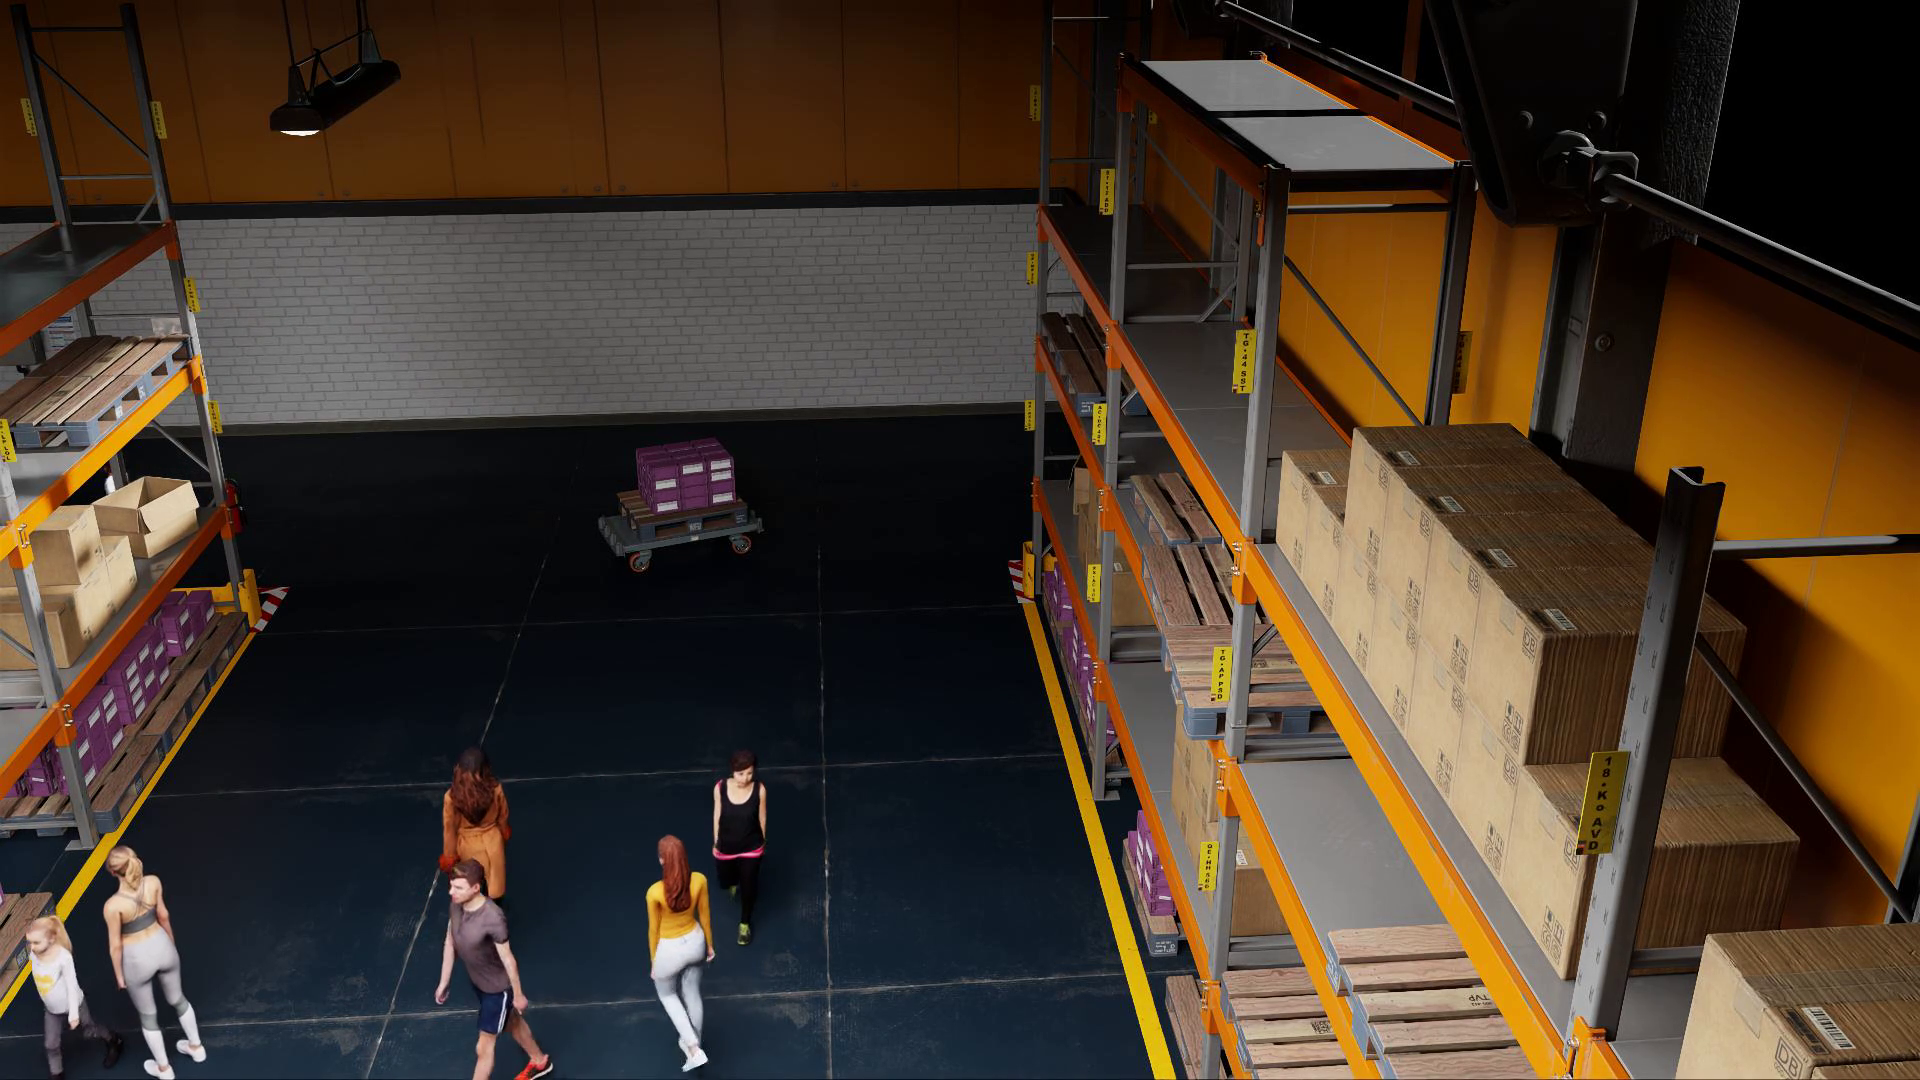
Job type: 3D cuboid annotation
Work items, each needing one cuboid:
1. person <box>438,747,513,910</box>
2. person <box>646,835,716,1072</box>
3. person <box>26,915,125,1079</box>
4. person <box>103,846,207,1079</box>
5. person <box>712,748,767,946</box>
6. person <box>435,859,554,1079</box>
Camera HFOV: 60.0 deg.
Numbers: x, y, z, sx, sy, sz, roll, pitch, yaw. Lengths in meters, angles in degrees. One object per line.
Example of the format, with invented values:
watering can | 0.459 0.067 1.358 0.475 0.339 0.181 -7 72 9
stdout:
person | -3.277 2.259 11.491 0.876 1.684 1.106 -9 25 -20
person | -1.729 2.665 10.492 0.775 1.739 0.879 -14 27 -29
person | -5.623 2.903 10.539 0.640 1.265 0.933 4 24 8
person | -5.130 2.669 10.534 0.705 1.699 0.624 16 28 31
person | -1.575 2.135 11.965 0.589 1.530 0.794 1 24 2
person | -2.825 2.706 10.311 1.143 1.809 1.170 21 31 40
